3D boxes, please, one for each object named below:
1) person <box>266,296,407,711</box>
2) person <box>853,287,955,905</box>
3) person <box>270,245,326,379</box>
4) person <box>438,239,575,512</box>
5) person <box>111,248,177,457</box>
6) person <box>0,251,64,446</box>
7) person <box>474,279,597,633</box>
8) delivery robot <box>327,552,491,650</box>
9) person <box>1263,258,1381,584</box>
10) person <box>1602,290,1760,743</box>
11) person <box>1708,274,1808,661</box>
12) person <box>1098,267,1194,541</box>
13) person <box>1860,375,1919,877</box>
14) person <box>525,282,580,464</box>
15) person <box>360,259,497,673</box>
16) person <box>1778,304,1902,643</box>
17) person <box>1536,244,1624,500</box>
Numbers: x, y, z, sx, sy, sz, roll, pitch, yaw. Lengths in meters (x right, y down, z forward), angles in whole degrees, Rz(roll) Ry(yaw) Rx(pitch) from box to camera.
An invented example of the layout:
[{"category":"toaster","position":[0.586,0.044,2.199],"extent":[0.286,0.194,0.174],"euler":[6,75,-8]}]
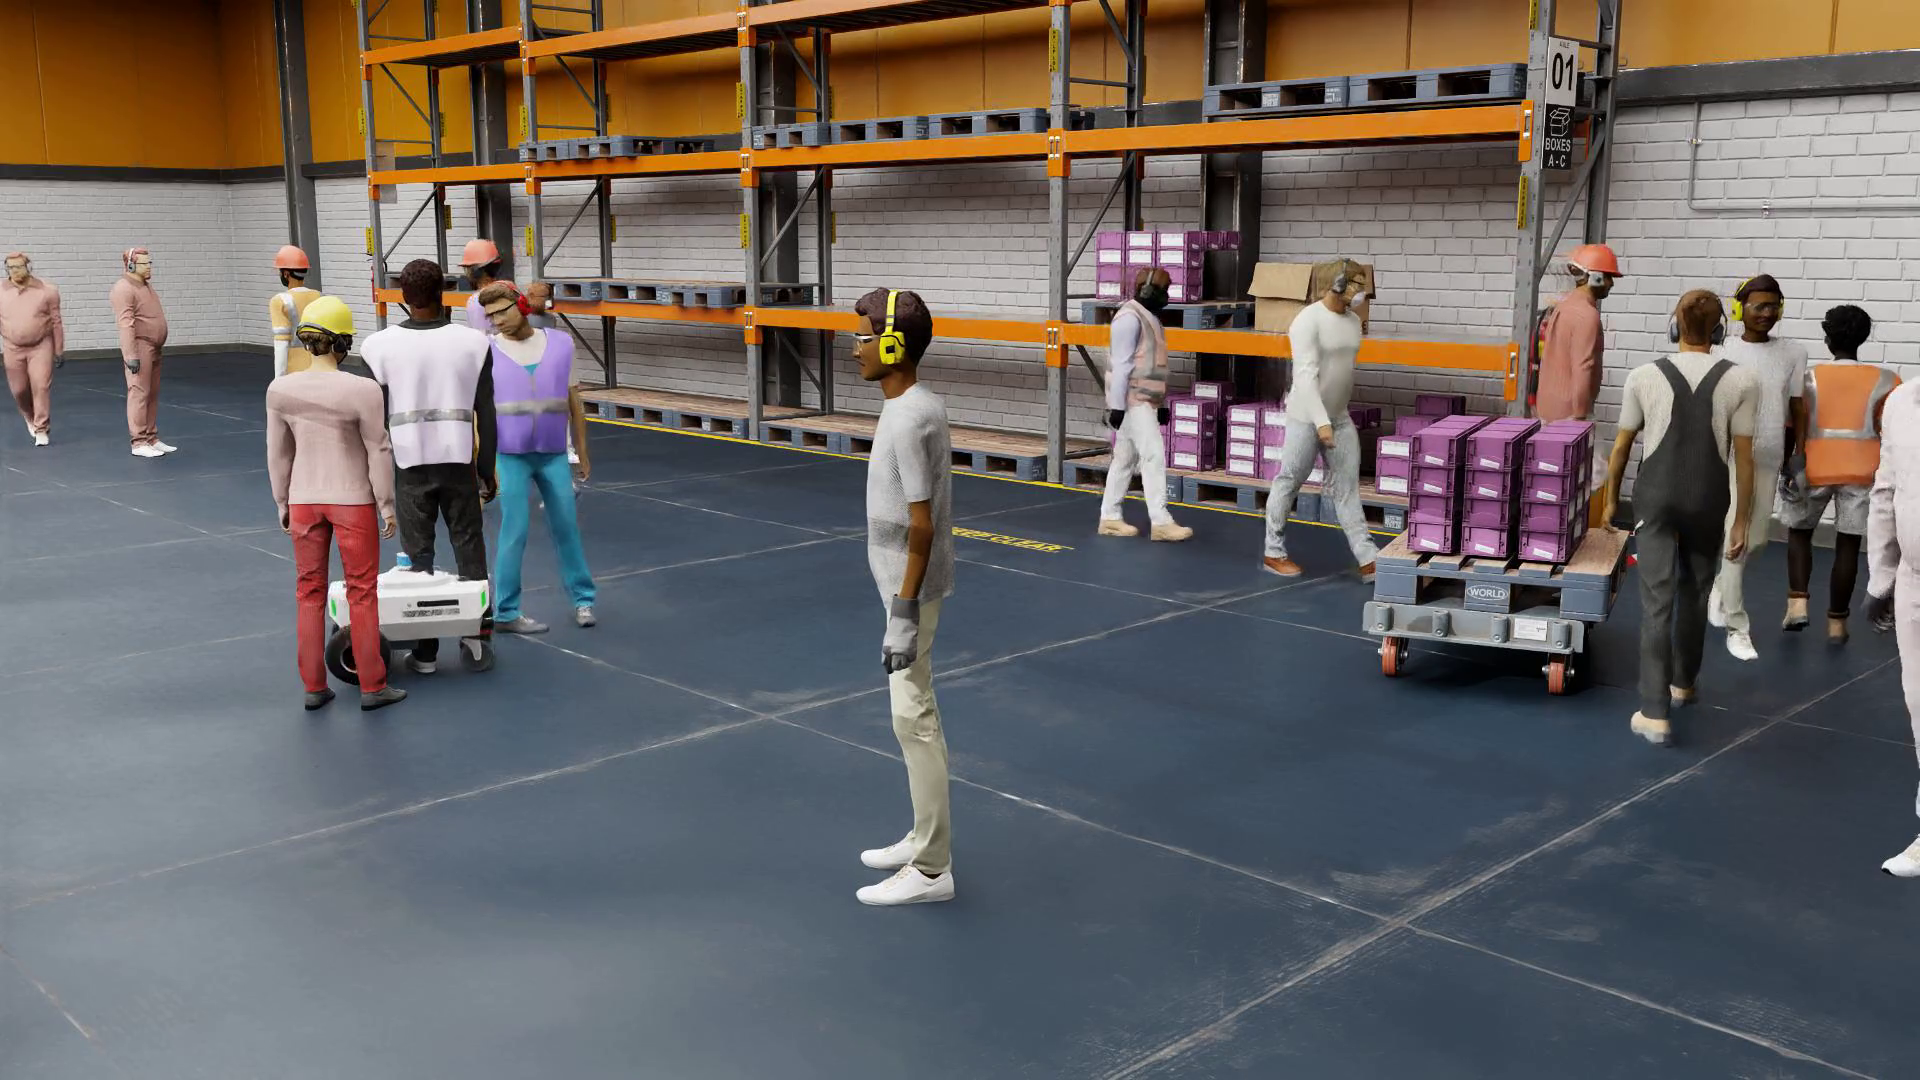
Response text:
[{"category":"person","position":[-2.663,-0.149,7.105],"extent":[0.532,1.767,0.328],"euler":[1,10,5]},{"category":"person","position":[-0.168,0.178,5.042],"extent":[0.309,1.868,0.535],"euler":[0,10,1]},{"category":"person","position":[-5.177,-1.328,13.057],"extent":[0.349,1.942,0.545],"euler":[5,11,24]},{"category":"person","position":[-3.314,-1.172,12.061],"extent":[1.004,2.008,0.622],"euler":[2,11,11]},{"category":"person","position":[-7.502,-1.725,15.315],"extent":[0.407,1.906,0.655],"euler":[-1,10,-7]},{"category":"person","position":[-9.086,-1.872,16.208],"extent":[0.648,1.879,0.778],"euler":[-4,11,-20]},{"category":"person","position":[-2.197,-0.422,8.505],"extent":[0.607,1.808,0.459],"euler":[-7,12,-32]},{"category":"delivery robot","position":[-2.549,0.296,7.728],"extent":[0.707,0.478,0.477],"euler":[-3,11,-17]},{"category":"person","position":[2.167,-0.678,9.680],"extent":[0.653,1.886,0.954],"euler":[-8,13,-38]},{"category":"person","position":[2.954,-0.123,6.877],"extent":[0.551,1.787,0.943],"euler":[4,11,20]},{"category":"person","position":[3.890,-0.385,8.229],"extent":[0.518,1.836,0.867],"euler":[1,10,4]},{"category":"person","position":[1.295,-0.897,11.074],"extent":[0.829,1.805,0.638],"euler":[4,11,19]},{"category":"person","position":[3.103,0.152,5.156],"extent":[0.409,1.886,0.647],"euler":[-4,11,-19]},{"category":"person","position":[-3.576,-1.435,14.525],"extent":[0.713,1.606,0.533],"euler":[5,11,24]},{"category":"person","position":[-2.439,-0.333,7.713],"extent":[0.590,1.912,0.395],"euler":[-5,11,-23]},{"category":"person","position":[4.346,-0.316,8.237],"extent":[0.557,1.695,0.349],"euler":[5,12,26]},{"category":"person","position":[3.708,-0.781,9.989],"extent":[0.462,1.969,0.610],"euler":[0,10,-2]}]
